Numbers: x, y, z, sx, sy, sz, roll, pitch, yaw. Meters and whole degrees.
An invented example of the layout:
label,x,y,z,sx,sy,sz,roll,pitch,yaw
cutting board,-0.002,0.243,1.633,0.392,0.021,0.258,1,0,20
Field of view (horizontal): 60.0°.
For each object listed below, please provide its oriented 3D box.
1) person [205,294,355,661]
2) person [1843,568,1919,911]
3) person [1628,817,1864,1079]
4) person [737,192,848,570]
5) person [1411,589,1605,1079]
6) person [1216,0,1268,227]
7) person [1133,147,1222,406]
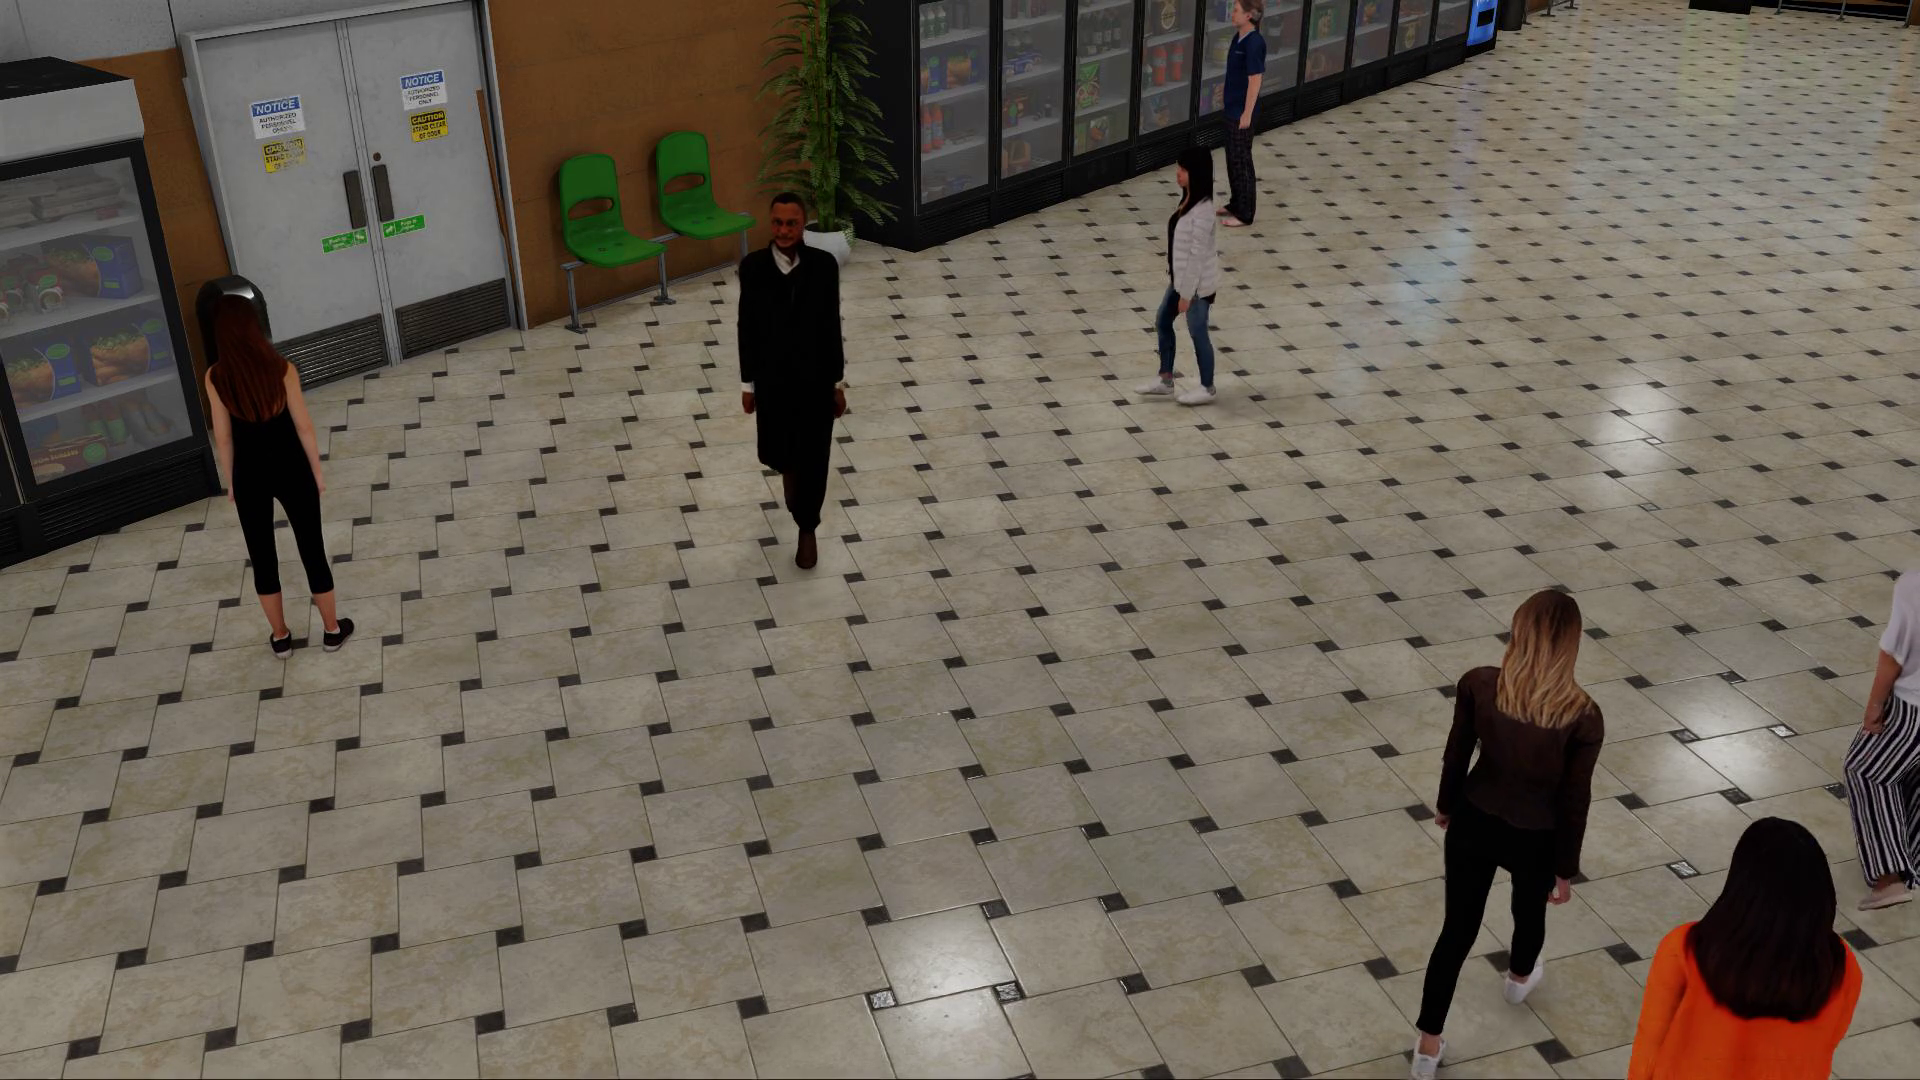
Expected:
label,x,y,z,sx,sy,sz,roll,pitch,yaw
person,-3.102,-0.270,7.490,0.654,1.723,0.694,-6,27,-11
person,3.423,0.627,5.785,0.914,1.665,0.951,4,27,8
person,1.890,1.458,4.073,0.898,1.731,0.907,4,27,9
person,-0.829,-0.839,8.428,1.080,1.889,1.113,0,27,-1
person,1.643,0.959,5.130,0.978,1.665,0.759,17,32,31
person,2.342,-3.572,13.837,0.786,1.871,0.717,-3,27,-6
person,1.508,-1.605,10.236,0.896,1.621,0.840,-5,27,-9
